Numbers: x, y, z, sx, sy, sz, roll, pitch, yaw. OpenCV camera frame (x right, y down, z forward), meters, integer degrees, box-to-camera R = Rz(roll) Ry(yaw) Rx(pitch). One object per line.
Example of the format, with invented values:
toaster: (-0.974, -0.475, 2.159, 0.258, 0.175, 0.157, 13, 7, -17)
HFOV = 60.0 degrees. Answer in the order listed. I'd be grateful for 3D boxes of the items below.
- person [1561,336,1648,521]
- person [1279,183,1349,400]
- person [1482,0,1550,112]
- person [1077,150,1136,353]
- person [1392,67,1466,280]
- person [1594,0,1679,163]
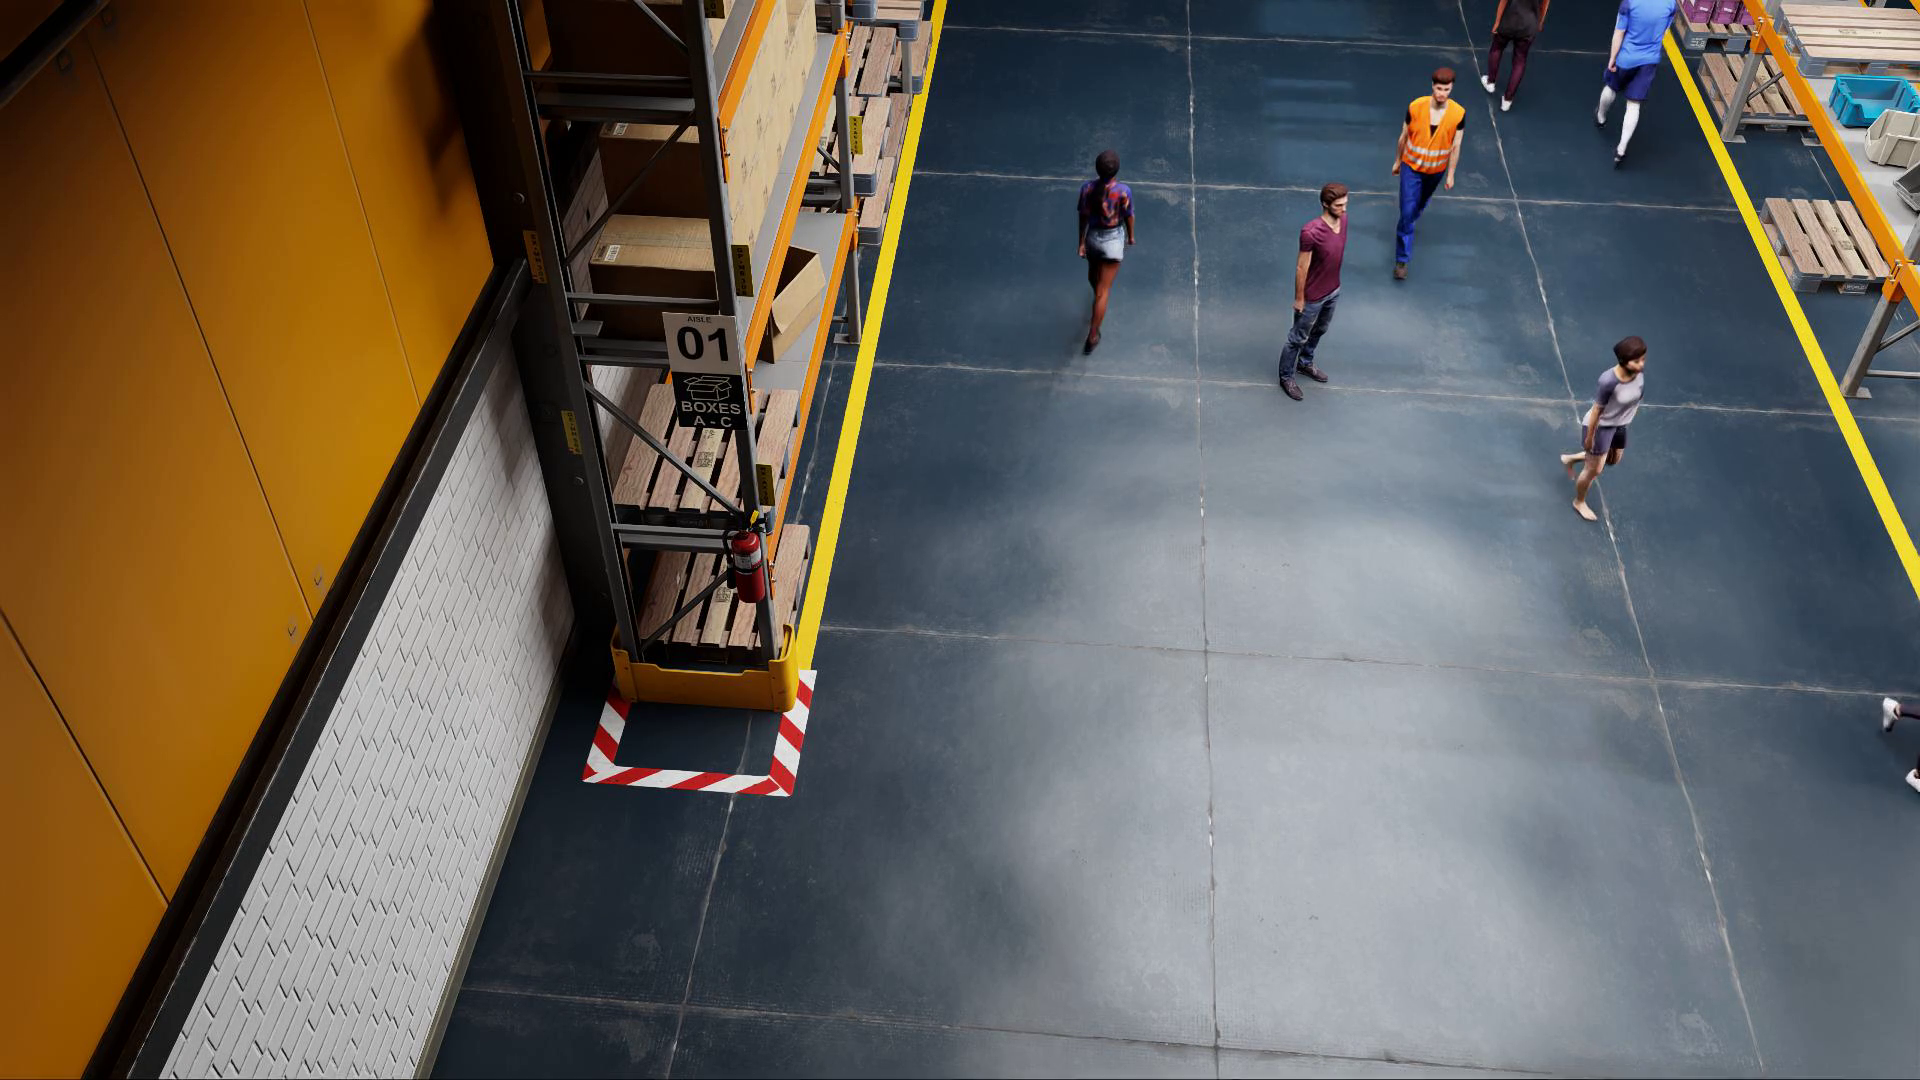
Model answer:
person: (4.623, -0.868, 11.994, 0.784, 1.548, 0.861, -23, 48, -23)
person: (2.781, -1.973, 12.933, 0.718, 1.852, 0.794, -33, 53, -30)
person: (5.451, -5.031, 16.206, 0.690, 1.764, 0.840, 8, 44, 8)
person: (1.137, -2.298, 13.385, 0.801, 1.700, 1.162, 15, 46, 15)
person: (3.992, -3.254, 14.284, 0.785, 1.843, 1.259, 9, 44, 9)
person: (6.323, -4.423, 15.553, 0.783, 1.785, 1.243, 8, 44, 8)
